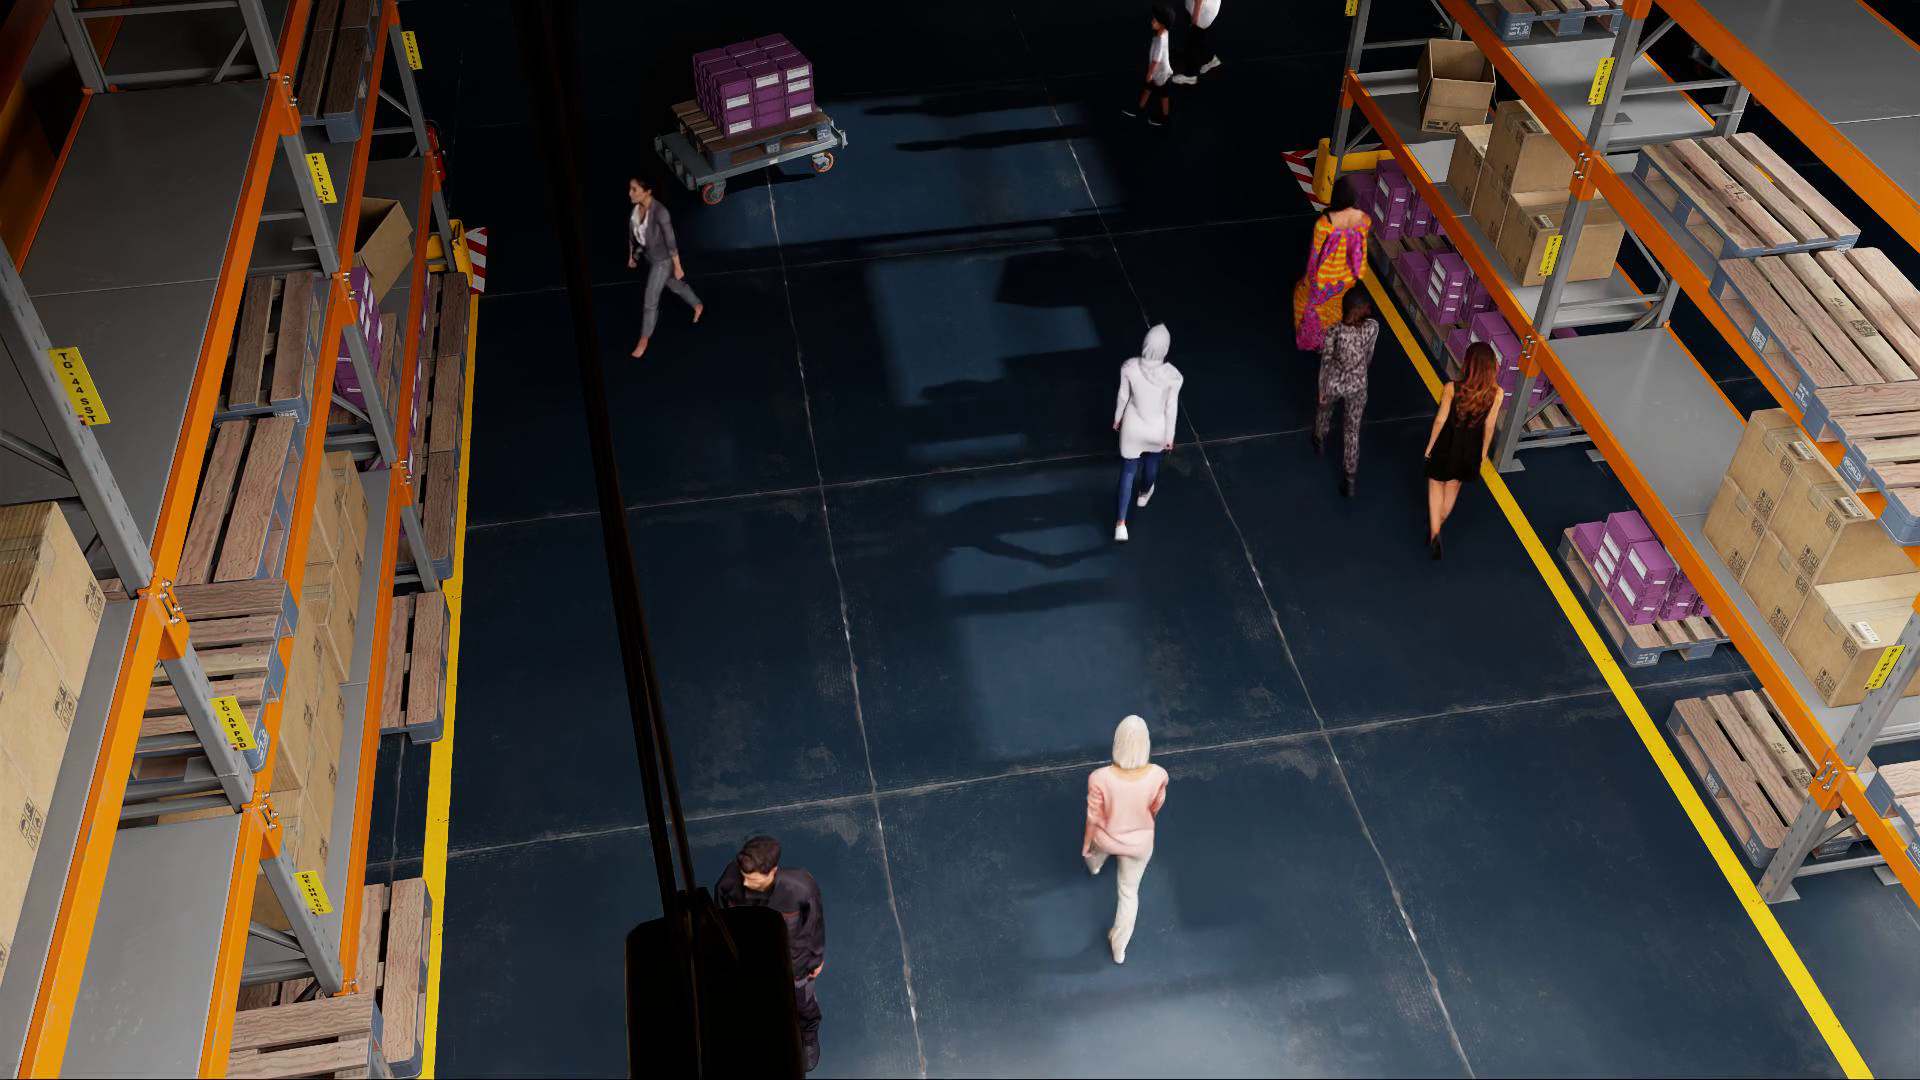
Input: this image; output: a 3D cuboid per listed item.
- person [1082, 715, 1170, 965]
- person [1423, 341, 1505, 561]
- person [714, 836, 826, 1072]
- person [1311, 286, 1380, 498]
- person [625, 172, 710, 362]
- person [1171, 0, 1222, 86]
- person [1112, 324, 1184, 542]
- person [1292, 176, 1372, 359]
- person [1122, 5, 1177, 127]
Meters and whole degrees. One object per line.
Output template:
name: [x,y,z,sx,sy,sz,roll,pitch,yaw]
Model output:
person: [0.910,1.723,9.297,0.731,1.697,1.107,-4,44,-4]
person: [3.452,-0.540,11.584,0.758,1.820,0.931,7,44,7]
person: [-0.970,2.133,8.688,0.768,1.944,0.702,4,44,5]
person: [2.853,-1.070,12.243,0.679,1.678,1.164,-1,44,-1]
person: [-2.383,-2.284,13.554,1.058,1.628,1.139,-30,51,-28]
person: [2.471,-5.389,16.775,0.874,1.680,0.797,11,45,12]
person: [1.287,-0.737,11.843,0.964,1.748,1.185,13,45,13]
person: [3.002,-2.154,13.393,0.678,1.660,0.721,-10,45,-11]
person: [2.019,-4.630,16.294,0.709,1.244,0.738,7,44,7]
